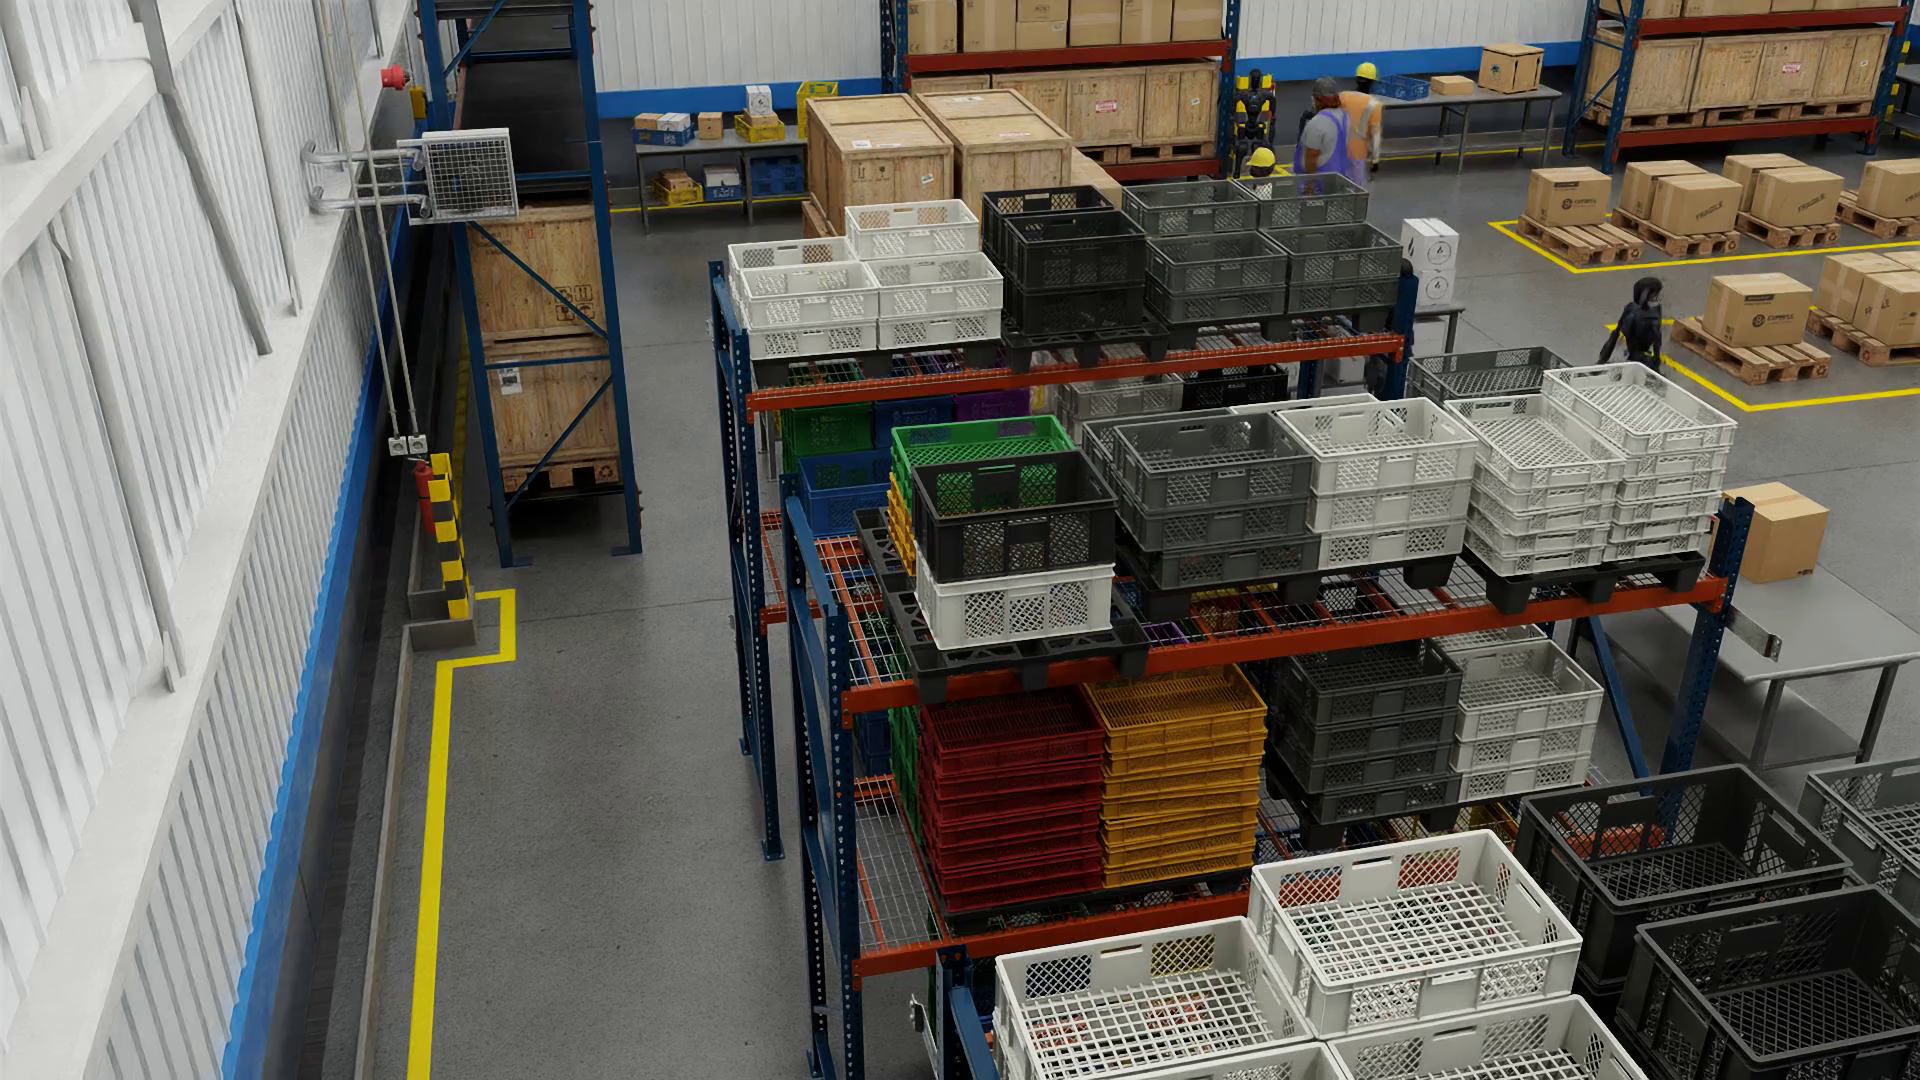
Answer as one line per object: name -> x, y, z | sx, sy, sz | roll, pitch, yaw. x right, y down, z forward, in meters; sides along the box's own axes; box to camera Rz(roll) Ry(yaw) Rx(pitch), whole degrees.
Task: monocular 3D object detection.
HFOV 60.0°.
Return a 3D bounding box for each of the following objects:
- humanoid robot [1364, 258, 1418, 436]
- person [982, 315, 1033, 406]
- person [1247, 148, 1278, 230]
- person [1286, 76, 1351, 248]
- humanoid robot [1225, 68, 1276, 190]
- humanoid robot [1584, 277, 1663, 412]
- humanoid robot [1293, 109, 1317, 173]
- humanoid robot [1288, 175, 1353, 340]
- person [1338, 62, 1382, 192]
humanoid robot -> 3.428, -1.459, 13.290 | 0.606, 1.656, 0.321 | -24, 36, -38
person -> 0.407, -1.074, 12.252 | 0.635, 1.976, 0.632 | -2, 28, -3
person -> 2.841, -2.858, 15.860 | 0.327, 1.768, 0.525 | 5, 28, 9
person -> 3.752, -3.848, 17.450 | 0.707, 2.000, 0.568 | -25, 37, -39
humanoid robot -> 3.386, -4.663, 19.382 | 0.561, 1.649, 0.359 | 2, 28, 4
humanoid robot -> 5.302, -1.289, 13.029 | 0.767, 1.630, 0.549 | -1, 28, -2
humanoid robot -> 3.992, -4.208, 18.503 | 0.601, 1.658, 0.327 | 16, 32, 27
humanoid robot -> 3.329, -2.604, 15.528 | 0.745, 1.621, 0.621 | -9, 29, -17
person -> 4.361, -4.322, 18.482 | 0.605, 1.919, 0.448 | 20, 34, 33
